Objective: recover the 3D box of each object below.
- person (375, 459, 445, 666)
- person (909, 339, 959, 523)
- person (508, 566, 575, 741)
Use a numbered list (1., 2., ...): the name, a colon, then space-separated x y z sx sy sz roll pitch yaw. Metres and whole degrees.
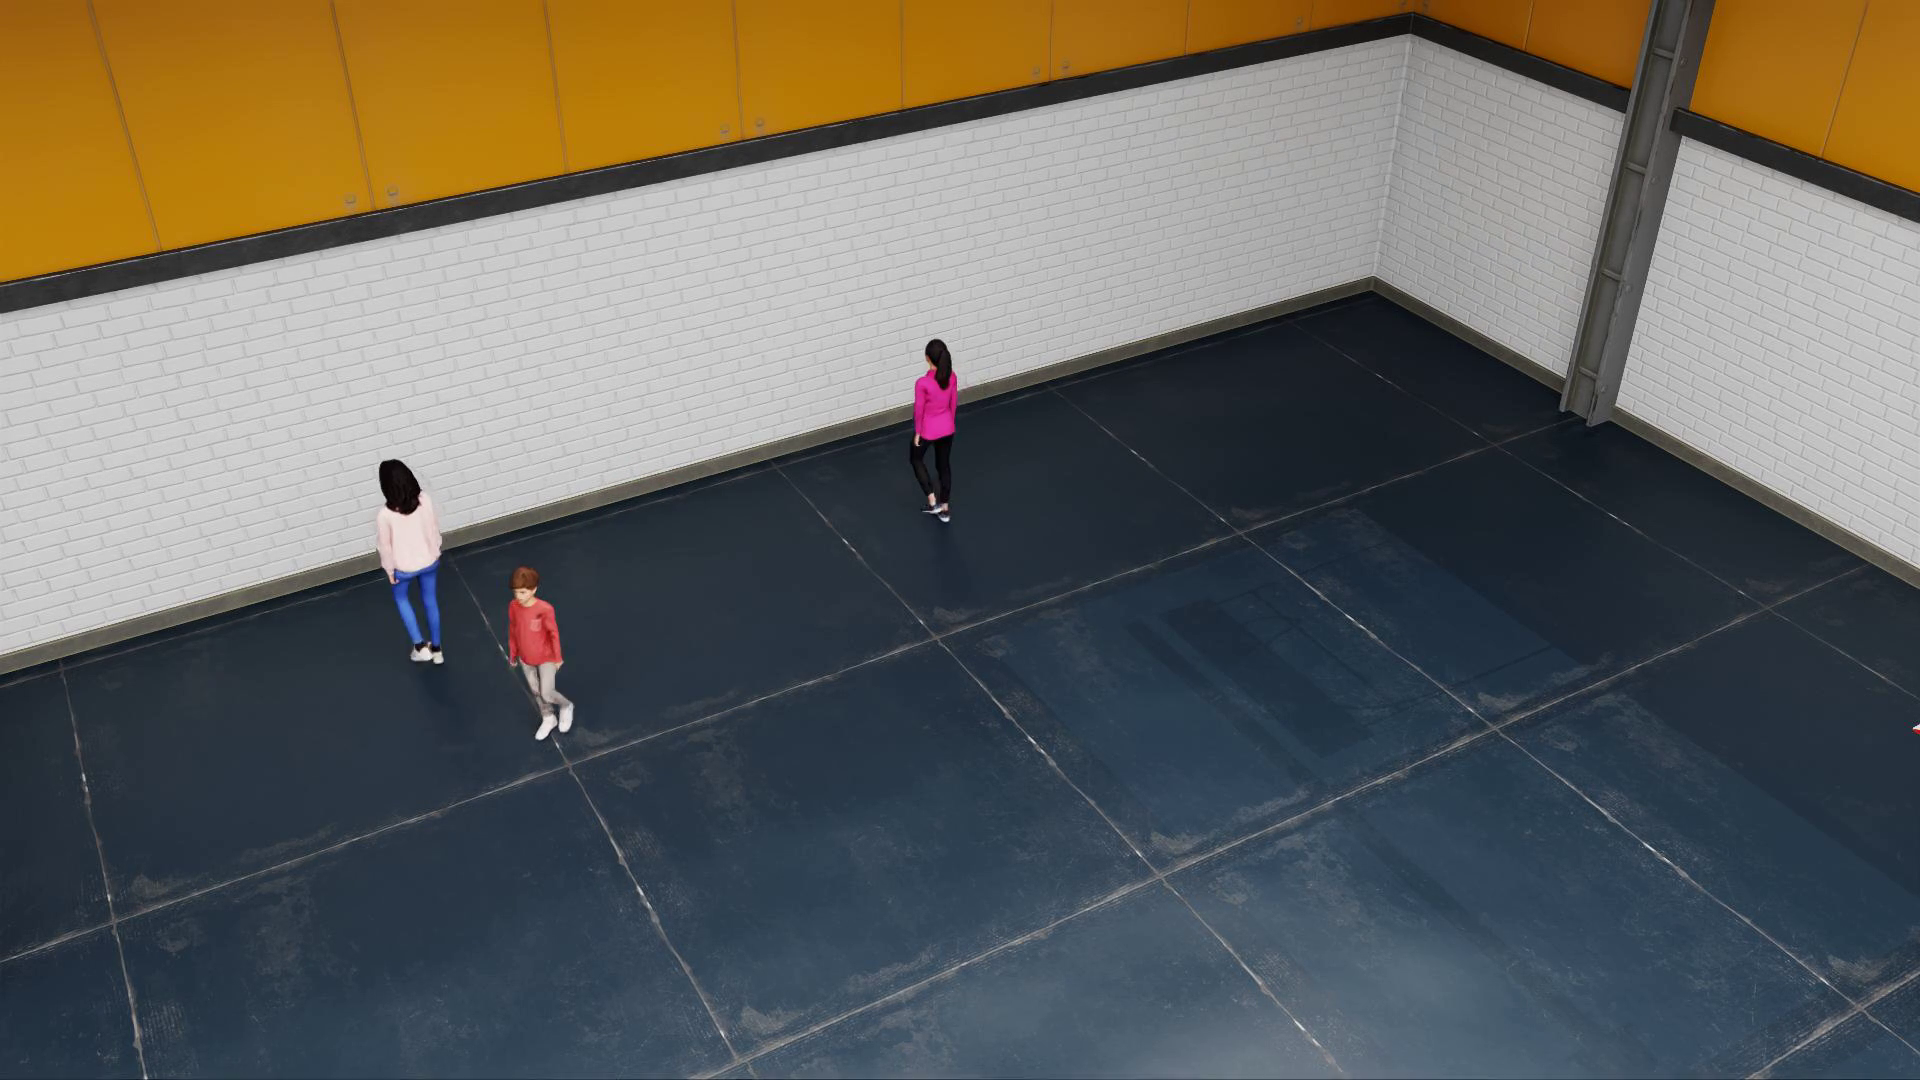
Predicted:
1. person: -4.005 0.215 12.316 0.664 1.758 0.588 -21 39 -28
2. person: -0.164 -0.875 14.018 0.585 1.687 0.580 -19 38 -26
3. person: -2.966 0.767 11.801 0.632 1.408 0.698 12 35 17
